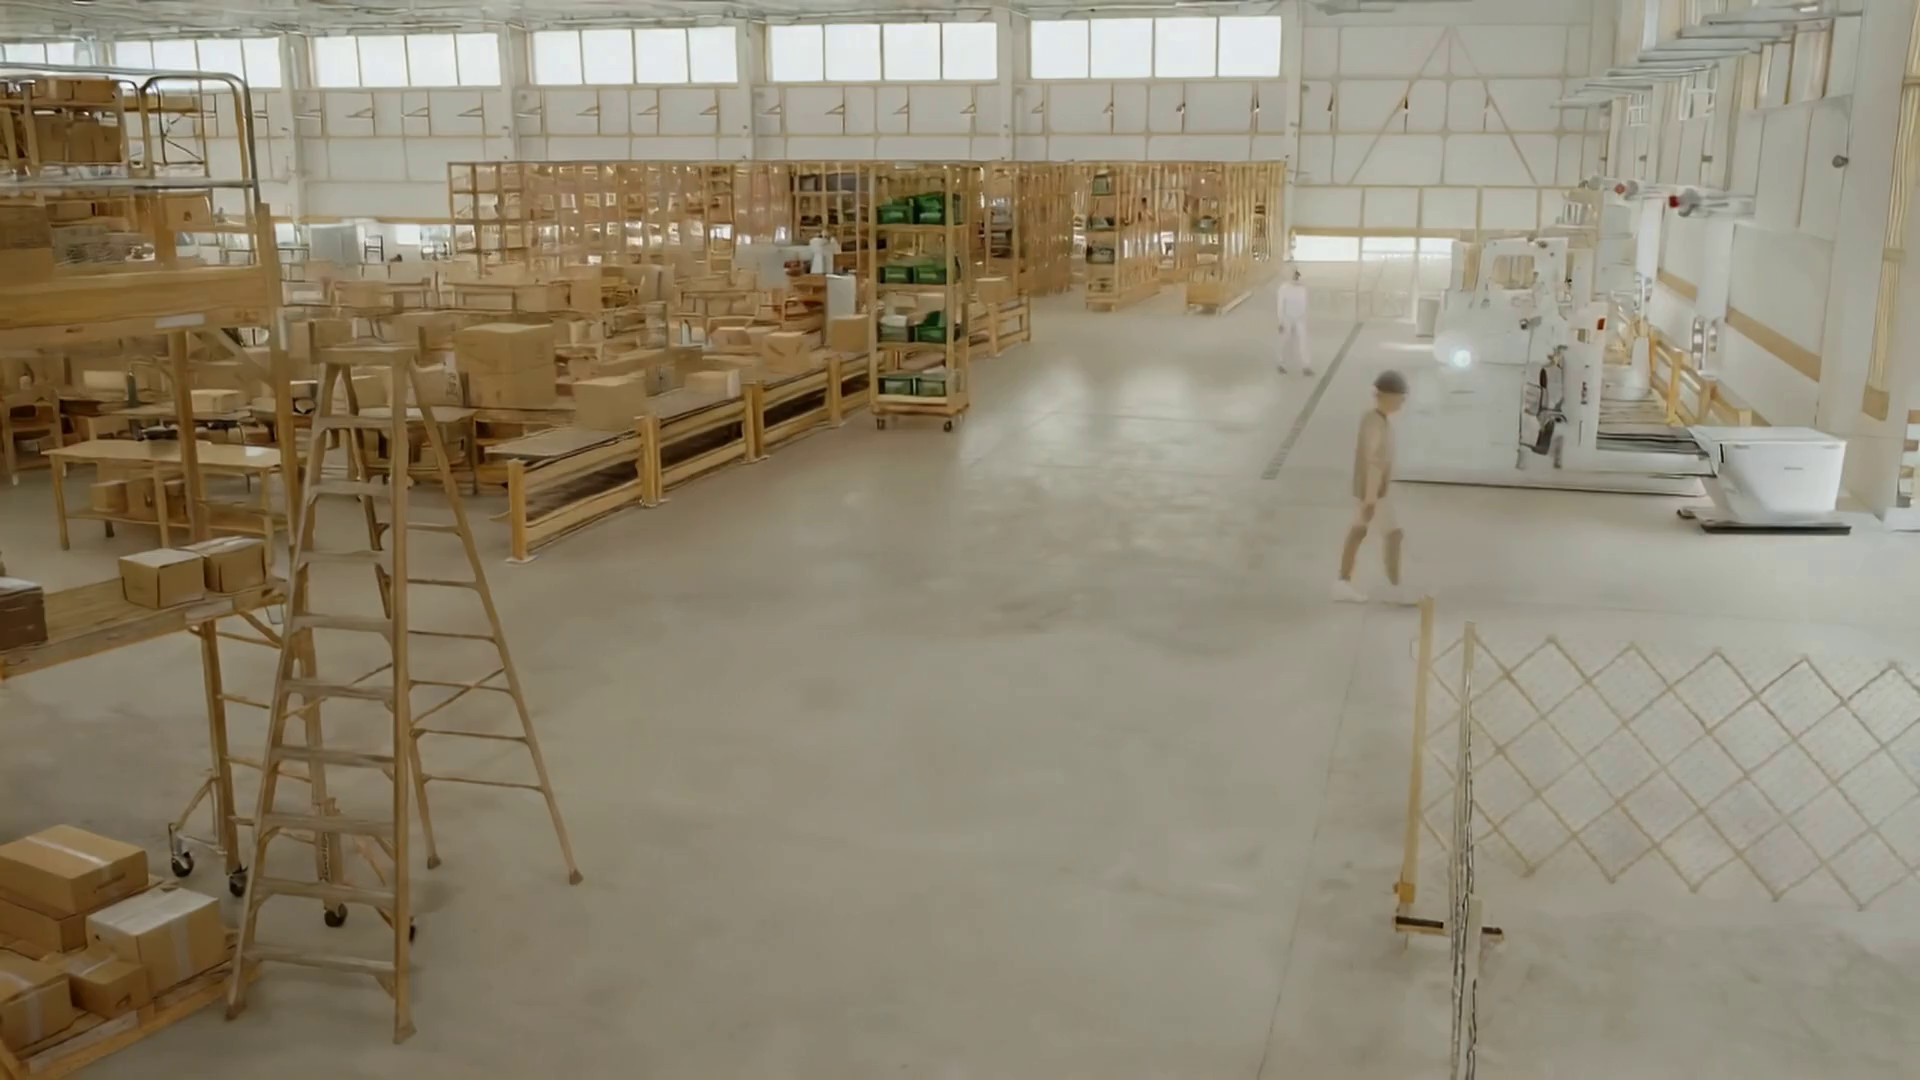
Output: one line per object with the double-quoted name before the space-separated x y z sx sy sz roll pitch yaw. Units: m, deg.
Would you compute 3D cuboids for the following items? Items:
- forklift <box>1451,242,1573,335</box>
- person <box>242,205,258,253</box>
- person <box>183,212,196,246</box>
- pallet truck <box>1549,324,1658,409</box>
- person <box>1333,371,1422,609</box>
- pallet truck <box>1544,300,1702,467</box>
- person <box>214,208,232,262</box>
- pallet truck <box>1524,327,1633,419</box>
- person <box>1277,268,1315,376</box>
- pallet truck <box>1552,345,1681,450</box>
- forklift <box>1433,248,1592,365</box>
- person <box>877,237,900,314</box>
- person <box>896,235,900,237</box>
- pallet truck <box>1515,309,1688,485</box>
"forklift" 10.464 -4.597 31.405 2.680 1.987 1.157 4 14 16
"person" -26.482 -11.574 62.245 0.613 1.974 0.591 -7 15 -28
"person" -27.764 -10.930 59.916 0.527 1.768 0.331 5 14 20
"pallet truck" 9.824 -2.669 25.407 1.601 1.201 0.680 4 14 16
"person" 3.591 -0.418 13.964 0.869 2.007 0.629 0 13 2
"pallet truck" 8.263 -1.952 20.631 1.885 1.965 0.823 5 14 20
"person" -26.486 -10.997 59.887 0.611 1.919 0.863 -4 14 -15
"pallet truck" 9.065 -2.460 24.370 1.522 1.261 0.704 3 13 14
"person" 5.804 -3.780 28.842 0.666 1.850 1.008 -5 14 -19
"pallet truck" 8.641 -1.896 21.908 1.630 1.274 0.653 4 14 16
"forklift" 9.780 -4.111 29.280 2.680 1.987 1.157 3 13 14
"person" -1.729 -6.365 40.067 0.591 1.828 0.404 -4 14 -17
"person" -2.118 -10.742 59.047 0.962 1.797 0.592 5 14 20
"pallet truck" 7.554 -1.677 19.446 1.885 1.965 0.823 3 13 14
